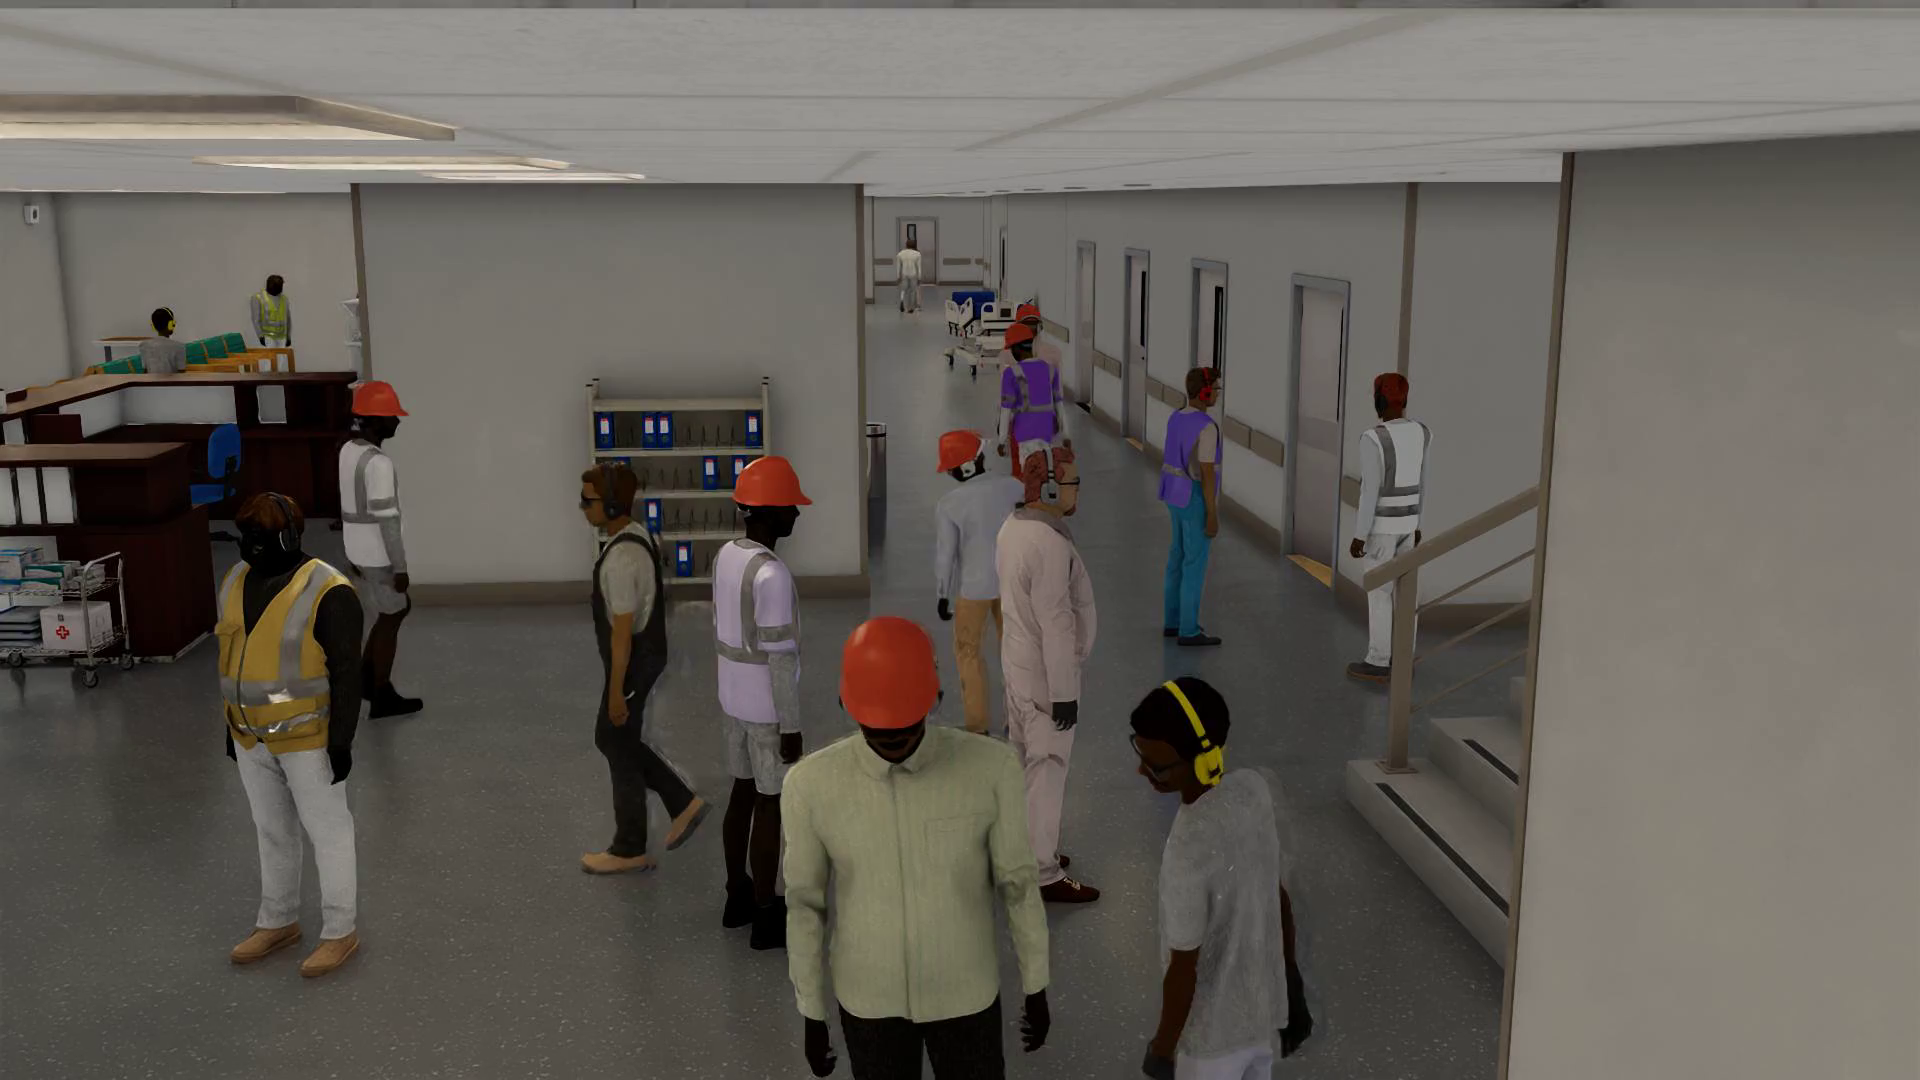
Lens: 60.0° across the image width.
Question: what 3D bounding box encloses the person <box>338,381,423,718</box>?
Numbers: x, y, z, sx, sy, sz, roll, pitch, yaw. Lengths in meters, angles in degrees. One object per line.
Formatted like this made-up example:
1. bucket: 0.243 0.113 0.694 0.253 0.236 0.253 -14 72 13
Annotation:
1. person: -3.243 0.062 9.364 0.410 1.913 0.569 -9 15 -38

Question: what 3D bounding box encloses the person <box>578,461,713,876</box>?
1. person: -1.394 0.559 7.135 0.477 1.832 0.543 -1 12 -4

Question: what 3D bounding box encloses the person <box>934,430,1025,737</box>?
1. person: 0.181 0.240 9.026 0.680 1.705 0.336 -5 13 -24

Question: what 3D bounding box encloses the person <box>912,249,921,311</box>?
1. person: -1.181 -6.853 43.841 0.313 1.637 0.513 -6 13 -26

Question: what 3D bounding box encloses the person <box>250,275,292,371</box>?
1. person: -10.197 -3.023 24.696 0.448 1.813 0.655 7 13 31

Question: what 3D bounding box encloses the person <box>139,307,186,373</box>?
1. person: -7.863 -1.370 16.517 0.505 1.861 0.330 2 12 9

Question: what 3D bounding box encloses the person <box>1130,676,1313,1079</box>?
1. person: 0.678 1.187 4.111 0.365 1.833 0.705 8 14 35

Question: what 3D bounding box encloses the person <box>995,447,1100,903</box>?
1. person: 0.371 0.557 6.971 0.407 1.908 0.641 -3 12 -14

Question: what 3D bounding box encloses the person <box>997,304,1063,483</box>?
1. person: 0.624 -1.118 14.961 0.611 1.985 0.393 -3 12 -15

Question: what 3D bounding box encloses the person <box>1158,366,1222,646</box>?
1. person: 1.512 -0.219 10.950 0.384 1.837 0.564 -4 12 -17

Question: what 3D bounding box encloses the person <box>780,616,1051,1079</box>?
1. person: -0.107 1.104 4.169 0.659 1.960 0.666 0 12 -1

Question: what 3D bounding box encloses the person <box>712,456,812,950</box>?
1. person: -0.752 0.630 6.536 0.375 1.935 0.551 -7 13 -31

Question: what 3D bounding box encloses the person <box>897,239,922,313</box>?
1. person: -1.309 -6.785 42.841 0.643 1.913 0.581 2 12 10

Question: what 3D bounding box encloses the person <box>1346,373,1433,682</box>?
1. person: 2.609 -0.074 10.121 0.585 1.876 0.337 -8 14 -34

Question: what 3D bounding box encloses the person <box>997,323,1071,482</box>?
1. person: 0.598 -0.911 14.235 0.608 1.861 0.990 -8 14 -36

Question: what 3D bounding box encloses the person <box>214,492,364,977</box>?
1. person: -2.545 0.730 6.286 0.621 1.845 0.429 5 12 22
